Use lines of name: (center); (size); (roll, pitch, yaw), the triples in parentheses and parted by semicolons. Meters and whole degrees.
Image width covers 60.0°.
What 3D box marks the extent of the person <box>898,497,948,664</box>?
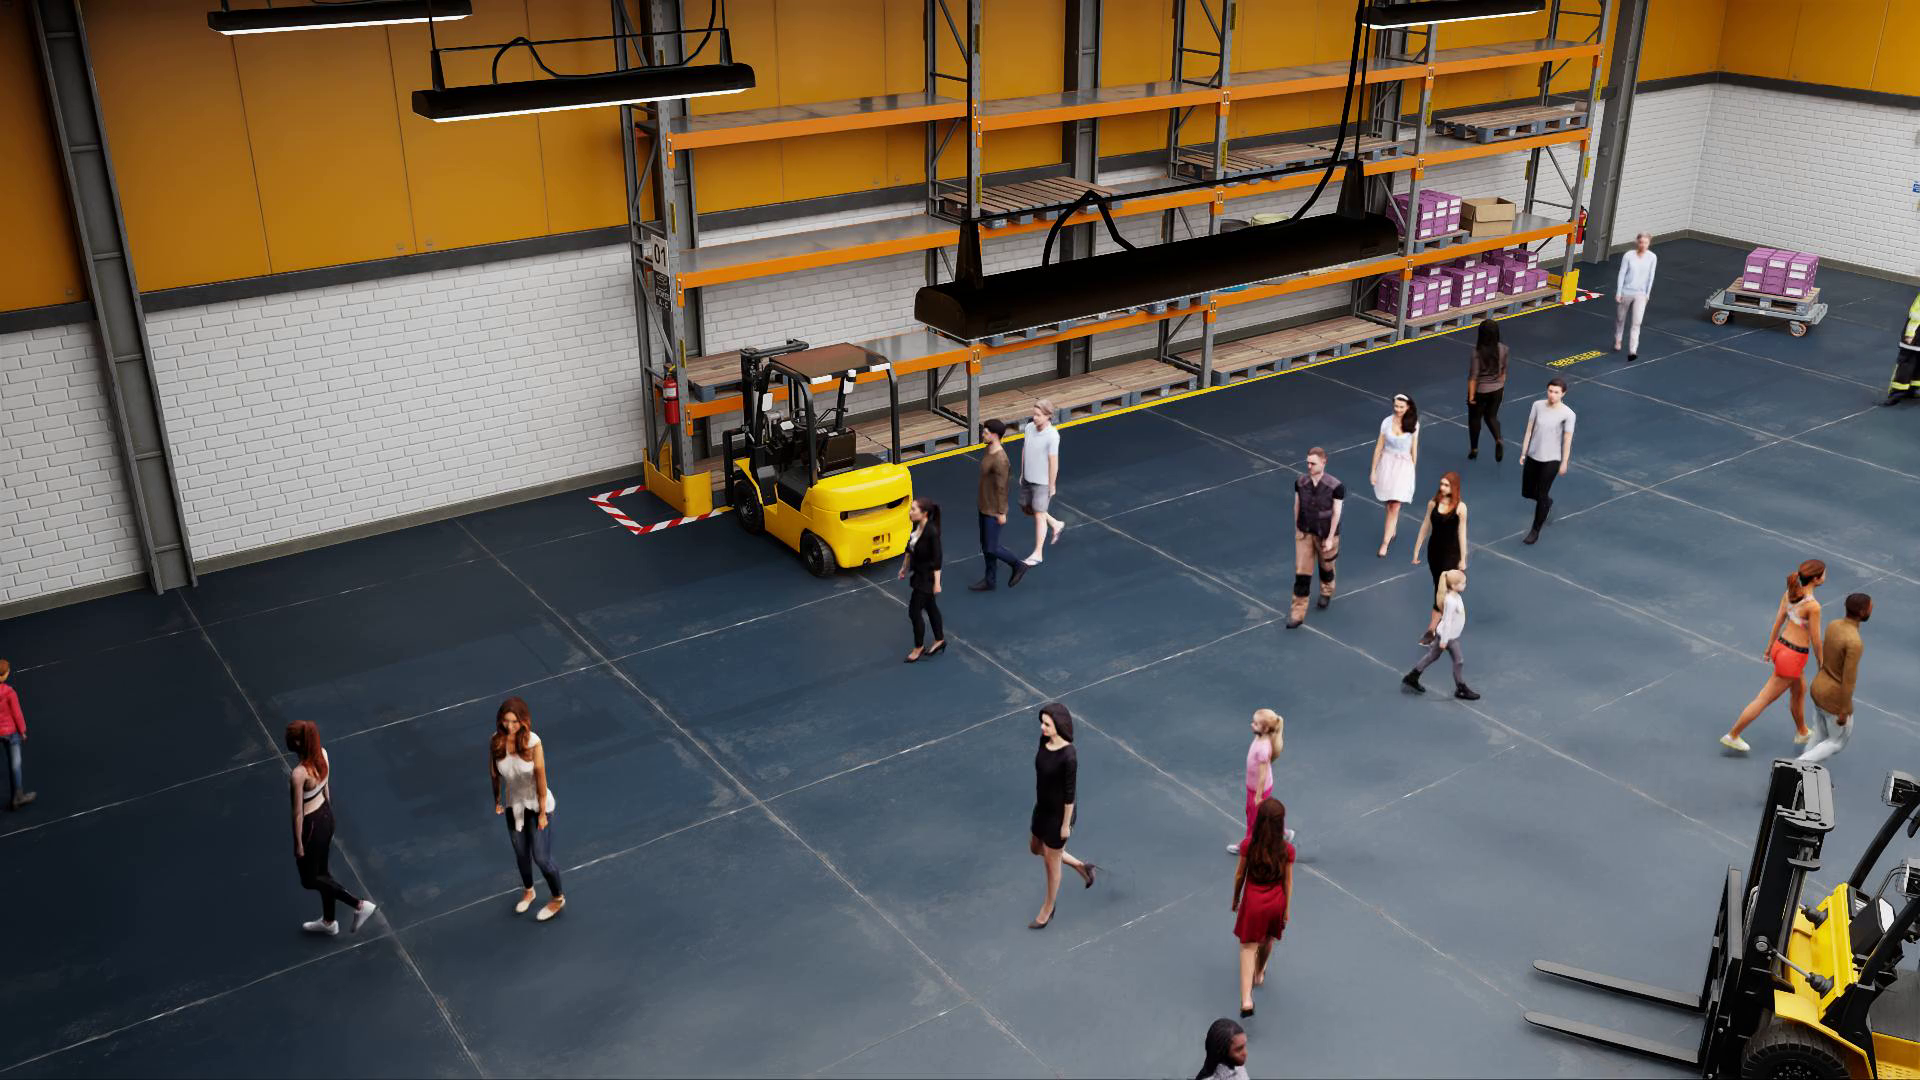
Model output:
person: (-0.238, 0.352, 15.597); (0.783, 1.641, 0.699); (-7, 25, -17)

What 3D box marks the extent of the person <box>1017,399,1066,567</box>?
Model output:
person: (0.911, -0.644, 17.661); (0.912, 1.814, 0.670); (-17, 29, -34)

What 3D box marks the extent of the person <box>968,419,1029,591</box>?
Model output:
person: (0.404, -0.341, 16.891); (0.951, 1.877, 0.825); (-6, 24, -13)

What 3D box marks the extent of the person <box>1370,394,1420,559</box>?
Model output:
person: (4.692, -0.729, 17.920); (1.037, 1.763, 1.259); (10, 26, 22)

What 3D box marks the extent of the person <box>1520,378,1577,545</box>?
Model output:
person: (6.431, -0.896, 18.199); (0.985, 1.846, 0.757); (-21, 31, -39)

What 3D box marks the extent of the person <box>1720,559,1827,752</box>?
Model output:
person: (6.865, 1.024, 13.935); (1.237, 1.742, 0.998); (-2, 24, -4)

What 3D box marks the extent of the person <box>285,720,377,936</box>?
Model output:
person: (-4.417, 2.042, 11.615); (0.938, 1.735, 0.867); (3, 24, 6)

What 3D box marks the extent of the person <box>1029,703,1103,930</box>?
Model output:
person: (0.741, 1.942, 11.775); (0.882, 1.789, 0.693); (-11, 26, -23)

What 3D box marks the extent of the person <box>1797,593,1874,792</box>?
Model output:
person: (6.898, 1.262, 13.312); (0.936, 1.805, 0.871); (-1, 24, -1)

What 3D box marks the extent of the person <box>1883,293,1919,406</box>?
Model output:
person: (12.855, -2.765, 22.349); (0.583, 1.946, 0.966); (-8, 25, -18)

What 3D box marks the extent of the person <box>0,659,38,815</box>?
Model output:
person: (-7.691, 1.574, 13.229); (0.527, 1.300, 0.767); (-13, 27, -26)

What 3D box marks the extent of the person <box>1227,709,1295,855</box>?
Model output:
person: (2.326, 1.857, 12.624); (0.803, 1.265, 0.715); (1, 24, 3)

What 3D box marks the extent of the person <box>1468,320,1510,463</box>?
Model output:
person: (6.414, -1.737, 20.158); (0.991, 1.816, 0.974); (-2, 24, -4)

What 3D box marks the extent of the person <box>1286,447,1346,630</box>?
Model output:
person: (3.569, -0.072, 16.386); (1.046, 1.787, 1.308); (12, 26, 26)

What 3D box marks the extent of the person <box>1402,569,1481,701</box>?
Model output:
person: (4.315, 0.846, 14.949); (0.925, 1.256, 0.891); (6, 24, 13)

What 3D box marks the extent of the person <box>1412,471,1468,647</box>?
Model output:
person: (4.719, 0.127, 16.030); (0.897, 1.708, 0.665); (-19, 30, -37)

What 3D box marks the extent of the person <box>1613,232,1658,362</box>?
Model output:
person: (9.827, -3.588, 24.374); (1.187, 1.832, 1.312); (6, 24, 14)

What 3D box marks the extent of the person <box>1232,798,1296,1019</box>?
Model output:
person: (1.991, 2.433, 10.977); (0.955, 1.530, 1.013); (4, 24, 9)

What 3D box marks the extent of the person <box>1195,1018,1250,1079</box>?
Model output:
person: (1.295, 3.255, 8.925); (1.018, 1.668, 1.223); (14, 27, 28)

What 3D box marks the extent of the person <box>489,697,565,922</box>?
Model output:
person: (-3.066, 1.887, 11.915); (0.695, 1.779, 0.742); (9, 25, 19)
